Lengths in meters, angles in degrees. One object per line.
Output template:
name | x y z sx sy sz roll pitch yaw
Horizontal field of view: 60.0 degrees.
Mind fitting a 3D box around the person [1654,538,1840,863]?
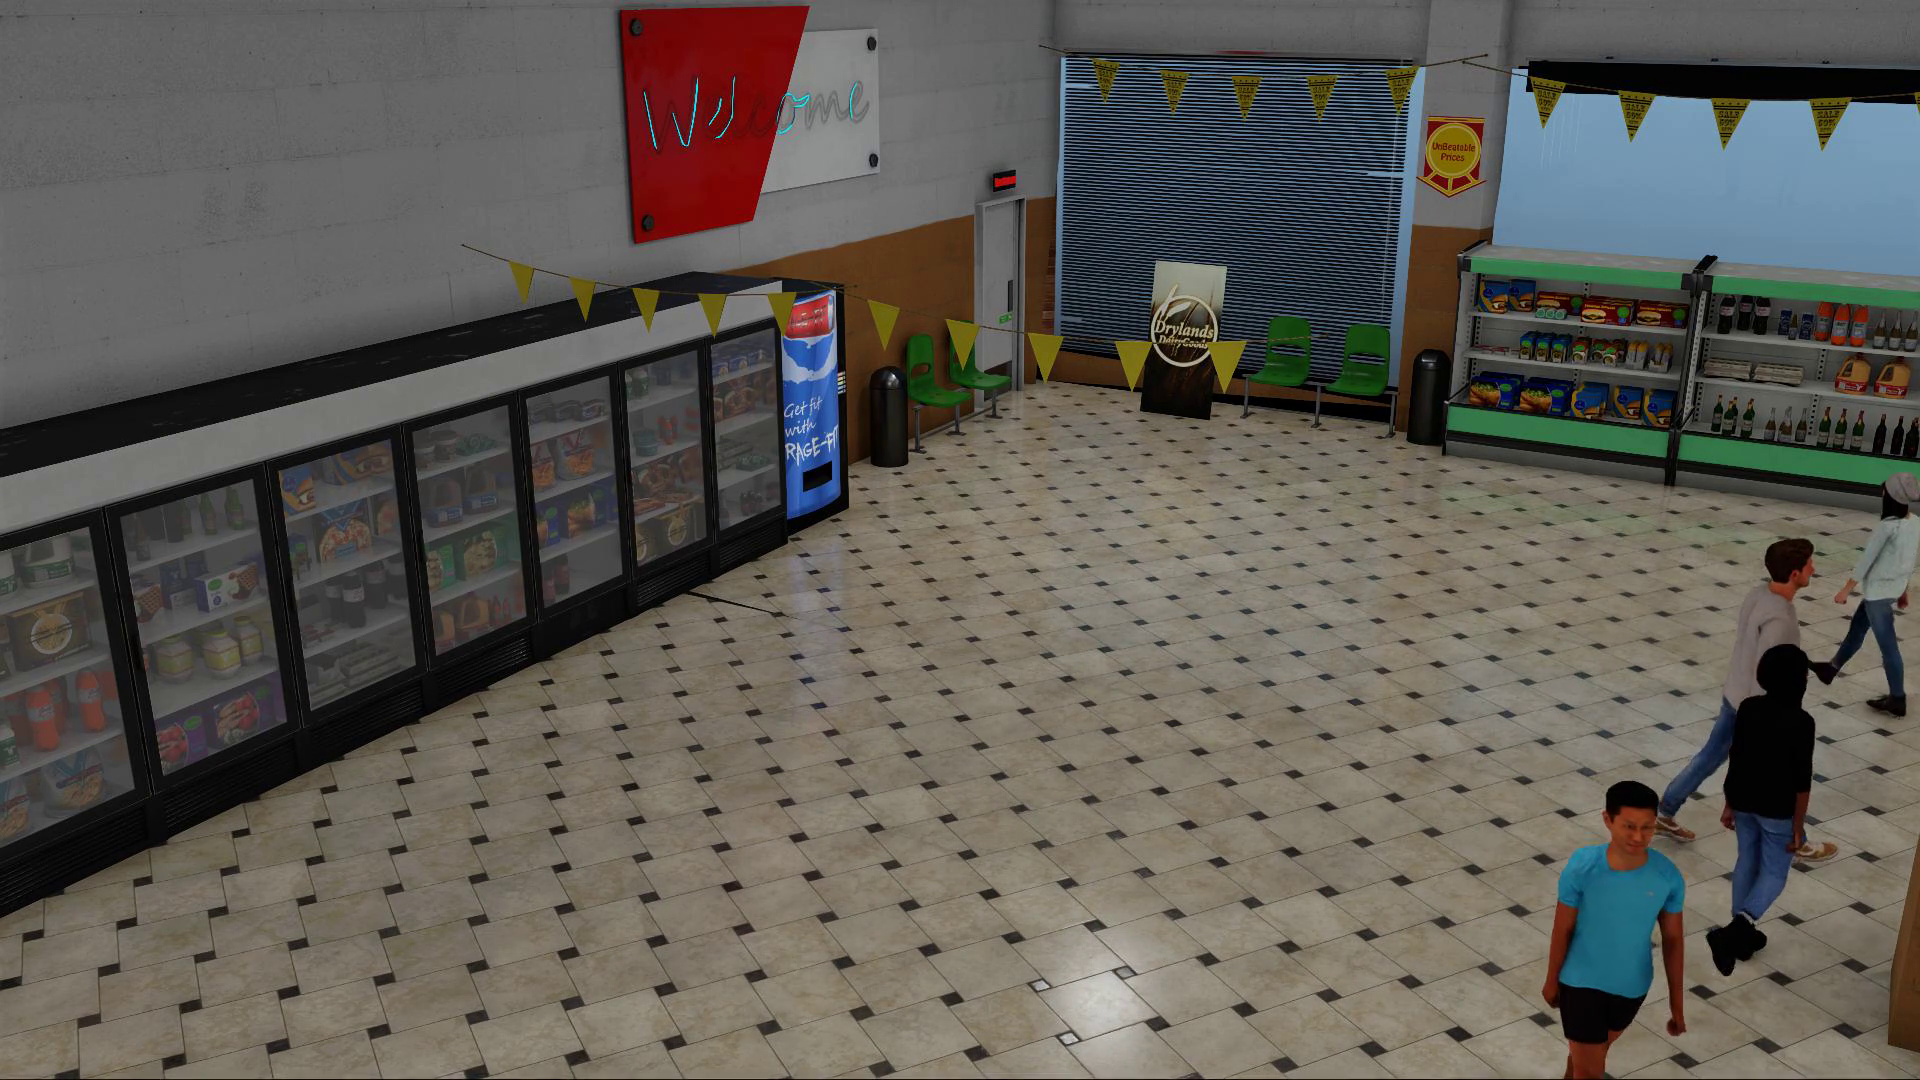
person | 4.222 0.891 9.029 1.322 1.856 0.998 3 19 8

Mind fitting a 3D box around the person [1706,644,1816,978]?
person | 3.818 1.338 7.989 0.839 1.673 0.939 -13 23 -34

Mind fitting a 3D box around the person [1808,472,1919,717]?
person | 6.145 0.378 10.933 0.888 1.611 1.098 -12 22 -32

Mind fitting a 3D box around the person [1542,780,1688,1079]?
person | 2.564 1.739 6.702 1.155 1.736 1.051 1 19 2
